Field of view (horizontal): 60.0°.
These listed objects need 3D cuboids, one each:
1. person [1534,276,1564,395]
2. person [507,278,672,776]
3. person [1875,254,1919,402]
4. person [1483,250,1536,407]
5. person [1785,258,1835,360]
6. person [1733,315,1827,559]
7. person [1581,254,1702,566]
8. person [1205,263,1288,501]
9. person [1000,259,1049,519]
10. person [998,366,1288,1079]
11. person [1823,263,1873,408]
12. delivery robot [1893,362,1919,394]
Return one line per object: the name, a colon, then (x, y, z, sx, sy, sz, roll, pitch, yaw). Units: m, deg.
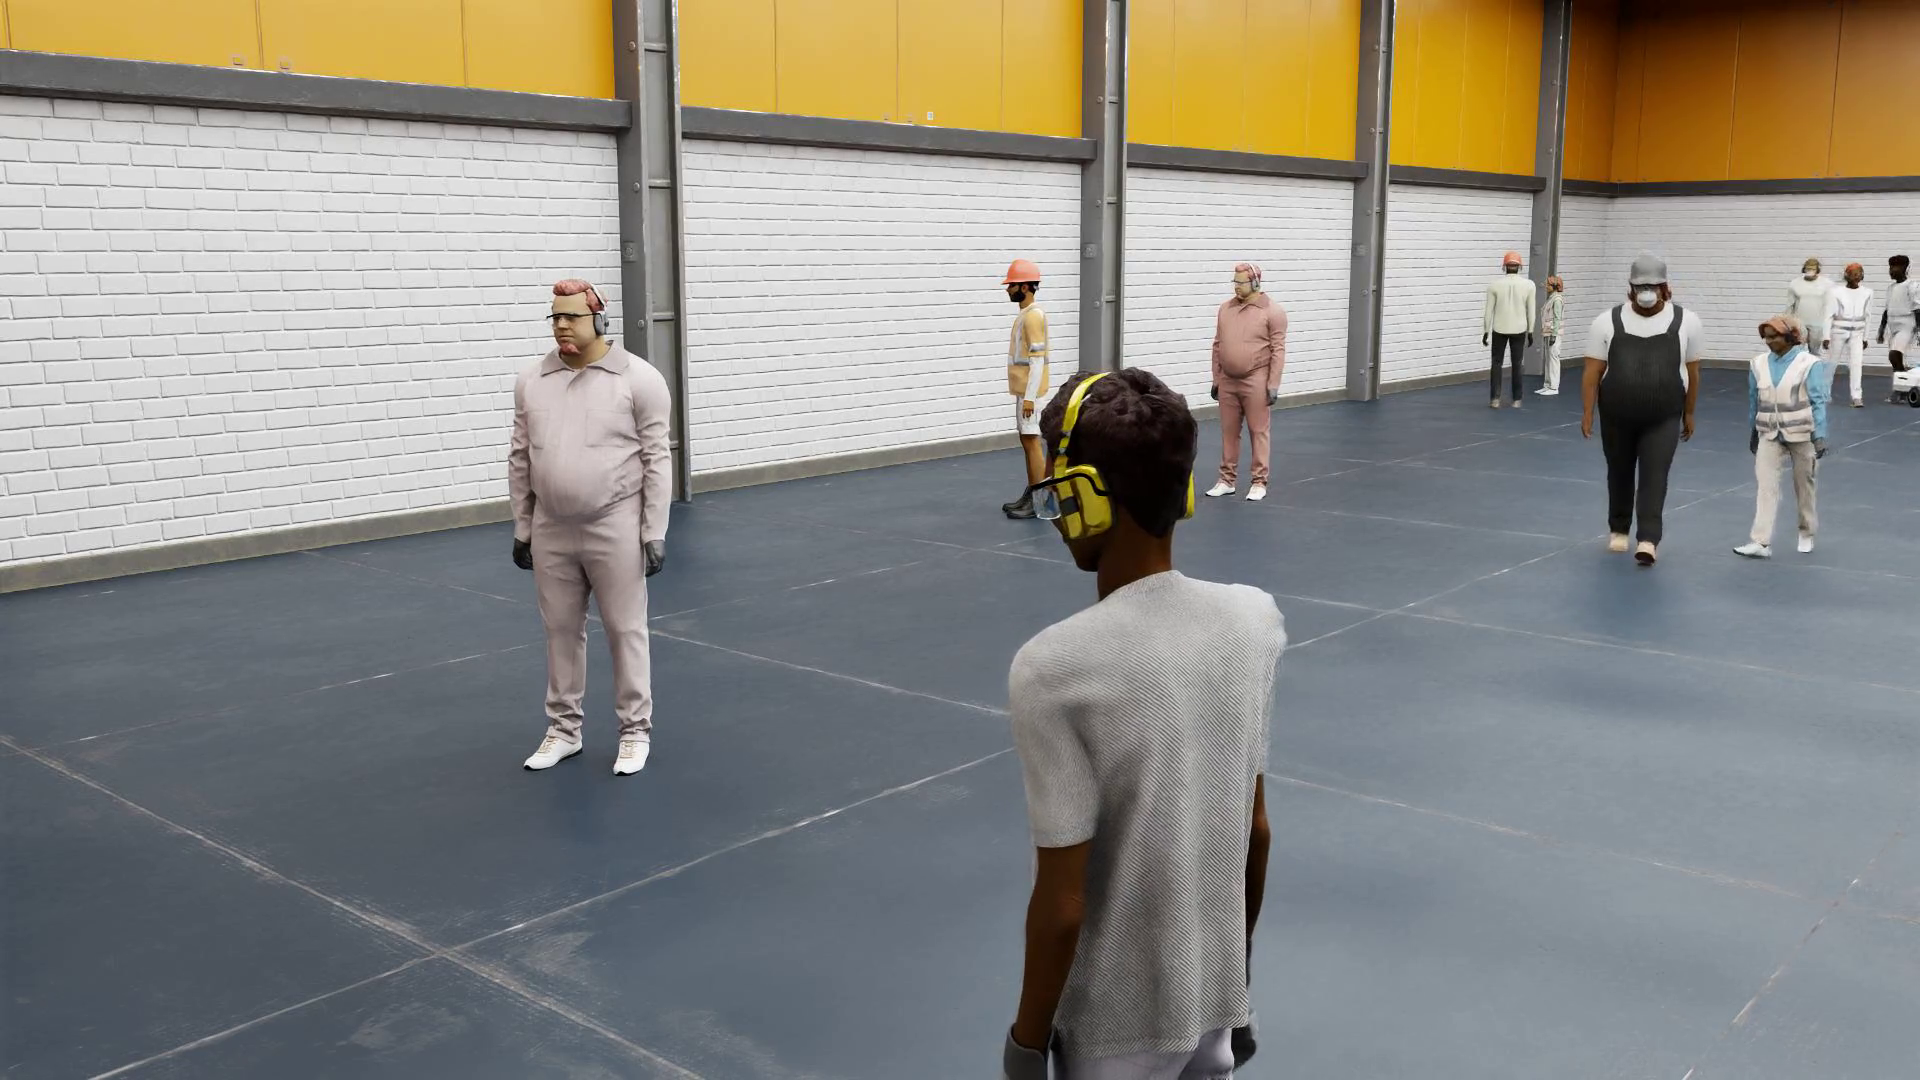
person: (8.168, -2.815, 22.948, 0.308, 1.641, 0.514, 1, 10, 7)
person: (-1.437, -0.042, 6.401, 0.652, 1.906, 0.409, 2, 10, 11)
person: (12.254, -2.740, 21.674, 0.536, 1.938, 0.689, -1, 10, -4)
person: (6.989, -2.677, 21.157, 0.623, 1.992, 0.396, 2, 10, 13)
person: (12.153, -3.088, 23.825, 0.628, 1.895, 0.979, 7, 12, 33)
person: (5.435, -0.677, 10.923, 0.830, 1.586, 0.581, -8, 12, -37)
person: (4.390, -0.876, 10.769, 0.697, 2.000, 1.030, 5, 11, 25)
person: (2.289, -1.270, 13.414, 0.636, 1.903, 0.404, 8, 13, 40)
person: (0.479, -1.124, 12.476, 0.370, 1.935, 0.552, -1, 10, -3)
person: (0.240, 0.687, 2.374, 0.518, 1.865, 0.330, -8, 13, -40)
person: (11.413, -2.641, 21.433, 0.600, 1.833, 0.993, 1, 10, 7)
delivery robot: (12.324, -2.034, 21.323, 0.477, 0.478, 0.707, -1, 10, -6)
